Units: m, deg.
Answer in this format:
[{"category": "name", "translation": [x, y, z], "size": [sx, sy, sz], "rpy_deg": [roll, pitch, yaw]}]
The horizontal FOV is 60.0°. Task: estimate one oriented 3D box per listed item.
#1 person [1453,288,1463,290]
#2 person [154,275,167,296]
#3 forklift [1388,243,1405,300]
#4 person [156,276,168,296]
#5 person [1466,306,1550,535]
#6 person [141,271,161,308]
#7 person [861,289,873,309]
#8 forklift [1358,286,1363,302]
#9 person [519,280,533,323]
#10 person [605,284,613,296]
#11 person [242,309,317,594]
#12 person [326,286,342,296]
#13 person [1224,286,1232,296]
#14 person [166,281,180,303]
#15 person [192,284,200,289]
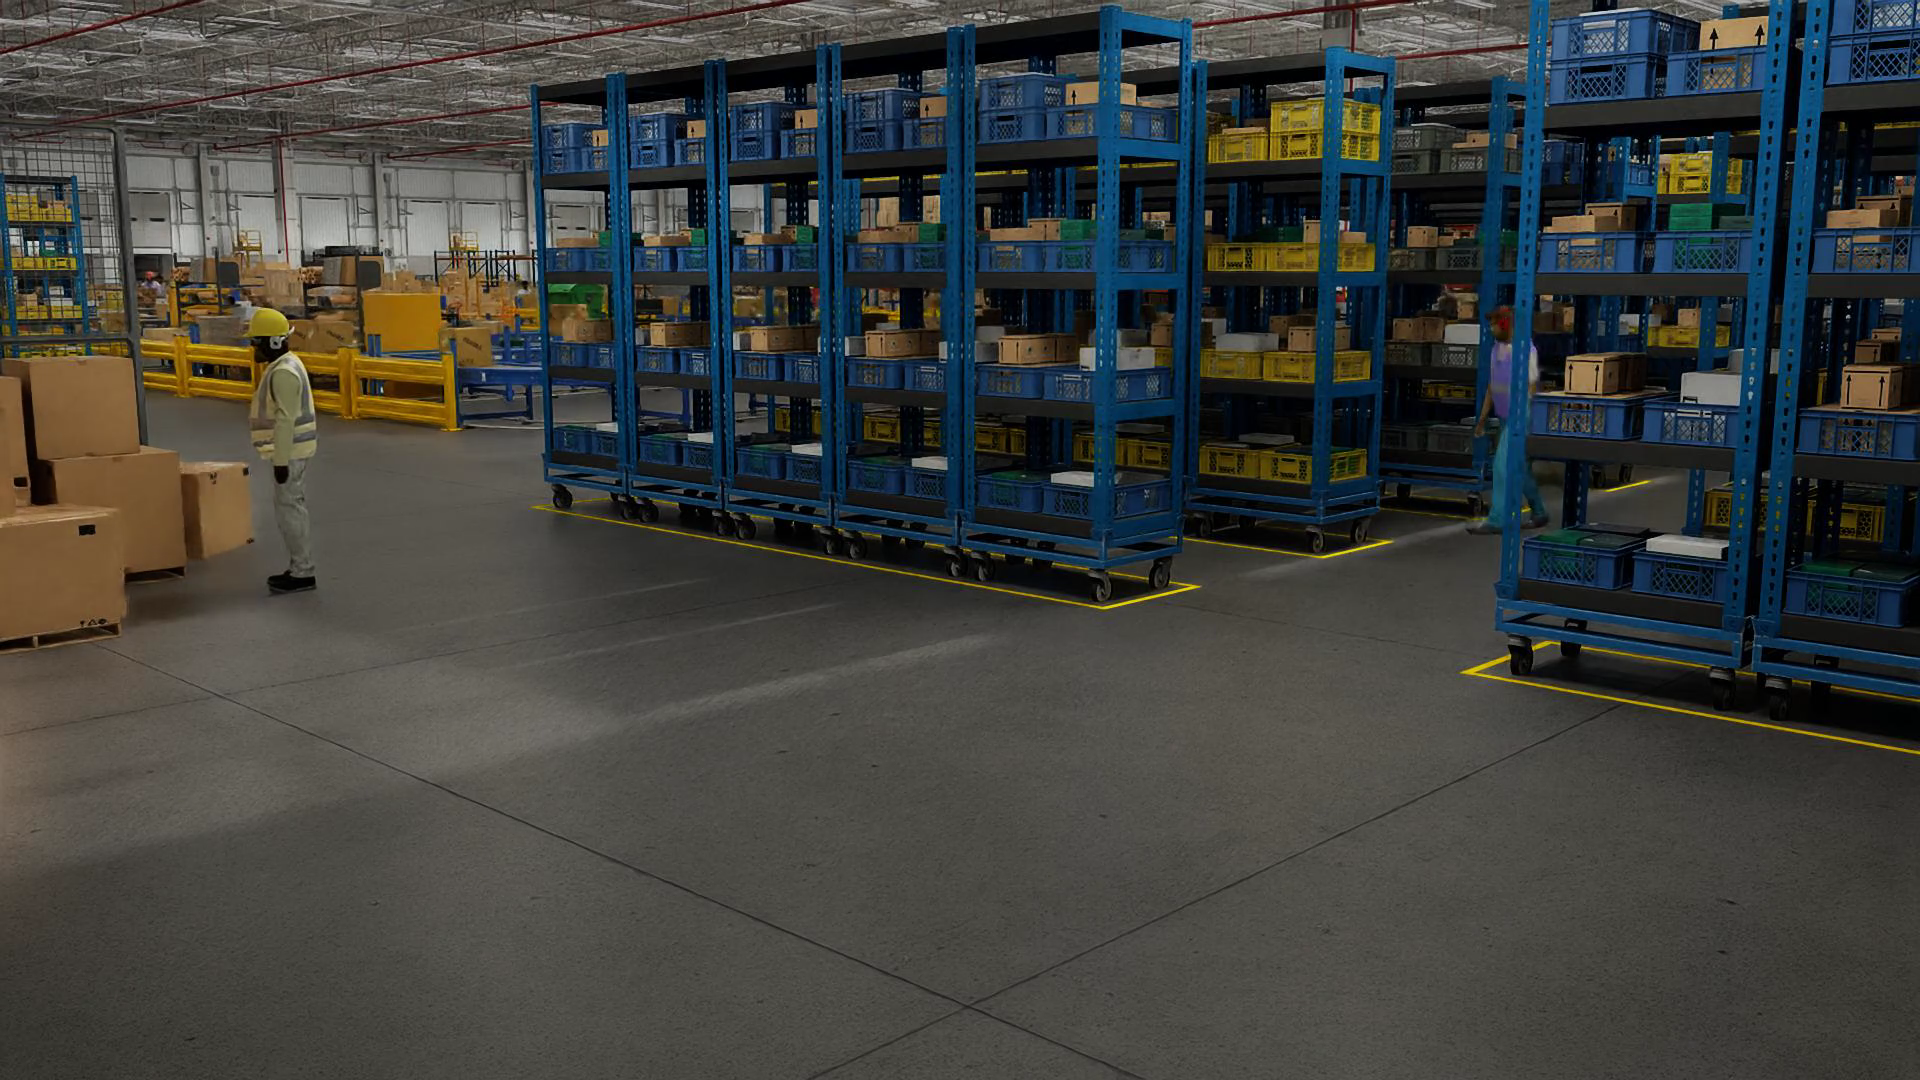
[{"category": "person", "translation": [19.682, -9.488, 65.931], "size": [0.545, 1.624, 0.368], "rpy_deg": [8, 12, 41]}, {"category": "person", "translation": [-32.210, -9.763, 67.072], "size": [0.653, 1.808, 0.818], "rpy_deg": [0, 9, 1]}, {"category": "forklift", "translation": [12.780, -7.402, 49.326], "size": [1.873, 2.768, 1.129], "rpy_deg": [9, 13, 43]}, {"category": "person", "translation": [-29.014, -8.705, 60.545], "size": [0.527, 1.838, 0.906], "rpy_deg": [-2, 9, -10]}, {"category": "person", "translation": [4.383, -0.948, 13.108], "size": [0.798, 1.791, 0.580], "rpy_deg": [-1, 9, -6]}, {"category": "person", "translation": [-26.153, -7.683, 53.813], "size": [0.612, 1.994, 1.069], "rpy_deg": [1, 9, 6]}, {"category": "person", "translation": [-3.416, -8.532, 59.583], "size": [0.897, 1.793, 0.609], "rpy_deg": [8, 12, 40]}, {"category": "forklift", "translation": [11.100, -7.017, 46.970], "size": [1.873, 2.768, 1.129], "rpy_deg": [9, 13, 43]}, {"category": "person", "translation": [-14.761, -8.016, 56.755], "size": [0.696, 1.667, 0.562], "rpy_deg": [8, 12, 42]}, {"category": "person", "translation": [-13.645, -9.452, 64.891], "size": [0.549, 1.910, 0.858], "rpy_deg": [6, 11, 31]}, {"category": "person", "translation": [-4.355, -0.575, 10.717], "size": [0.403, 1.824, 0.591], "rpy_deg": [-4, 10, -21]}, {"category": "person", "translation": [-18.897, -7.057, 50.383], "size": [0.554, 1.838, 0.859], "rpy_deg": [0, 9, -3]}, {"category": "person", "translation": [9.083, -7.989, 56.592], "size": [0.378, 1.687, 0.532], "rpy_deg": [-7, 11, -35]}, {"category": "person", "translation": [-20.162, -5.790, 42.851], "size": [0.309, 1.769, 0.525], "rpy_deg": [4, 10, 25]}, {"category": "person", "translation": [-32.734, -10.483, 71.311], "size": [0.571, 1.883, 0.607], "rpy_deg": [-2, 10, -13]}]
